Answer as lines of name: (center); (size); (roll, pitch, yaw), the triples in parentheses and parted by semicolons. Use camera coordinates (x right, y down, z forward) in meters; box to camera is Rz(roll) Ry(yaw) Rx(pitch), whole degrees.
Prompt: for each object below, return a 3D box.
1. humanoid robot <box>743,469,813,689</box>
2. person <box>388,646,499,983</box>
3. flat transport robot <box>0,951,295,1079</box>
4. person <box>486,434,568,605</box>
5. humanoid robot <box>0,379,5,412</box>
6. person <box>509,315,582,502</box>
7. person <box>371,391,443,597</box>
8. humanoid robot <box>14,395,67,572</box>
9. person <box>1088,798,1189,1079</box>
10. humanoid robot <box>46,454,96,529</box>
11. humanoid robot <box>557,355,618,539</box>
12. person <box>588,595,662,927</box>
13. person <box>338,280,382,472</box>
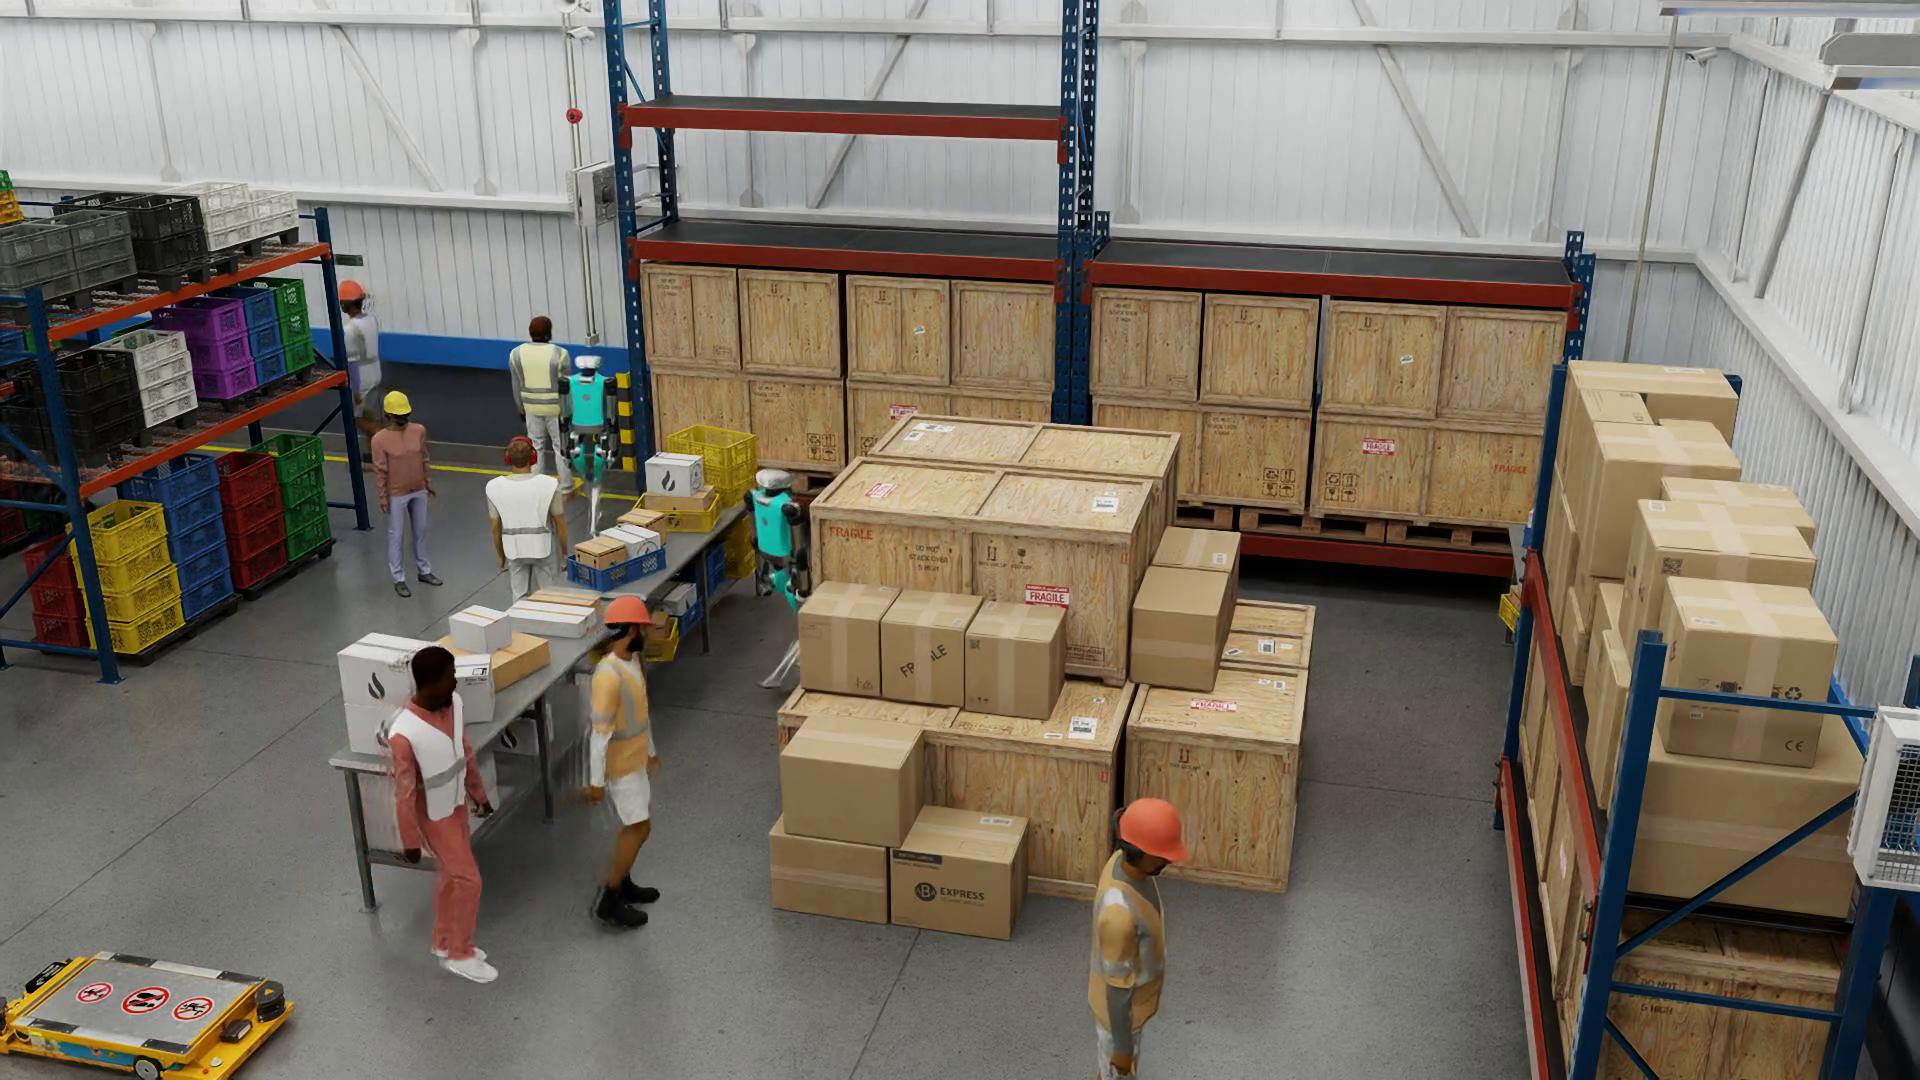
humanoid robot: (-1.204, 0.261, 12.301); (0.540, 1.733, 0.976); (17, 27, 37)
person: (-2.686, 1.472, 8.927); (0.632, 1.884, 0.614); (4, 21, 10)
flat transport robot: (-4.270, 2.464, 8.601); (1.431, 0.231, 0.659); (5, 22, 13)
person: (-3.233, 0.110, 12.544); (0.565, 1.849, 0.390); (-2, 21, -5)
humanoid robot: (-9.531, -1.127, 15.993); (0.528, 1.812, 0.777); (-3, 21, -7)
person: (-4.006, -1.271, 16.169); (0.632, 1.841, 0.429); (2, 21, 6)
person: (-4.652, -0.403, 14.001); (0.320, 1.767, 0.532); (16, 26, 35)
humanoid robot: (-7.917, -0.481, 14.325); (0.616, 1.651, 0.306); (14, 25, 32)
person: (0.763, 2.026, 7.281); (0.401, 2.029, 0.610); (4, 21, 10)
humanoid robot: (-7.481, -0.352, 13.975); (0.584, 1.654, 0.347); (14, 25, 33)
humanoid robot: (-3.393, -0.884, 15.403); (0.569, 1.830, 0.802); (-2, 21, -6)
person: (-1.904, 1.258, 9.512); (0.381, 1.870, 0.647); (0, 21, 1)
person: (-5.999, -1.629, 16.852); (0.639, 2.025, 0.611); (3, 21, 9)
